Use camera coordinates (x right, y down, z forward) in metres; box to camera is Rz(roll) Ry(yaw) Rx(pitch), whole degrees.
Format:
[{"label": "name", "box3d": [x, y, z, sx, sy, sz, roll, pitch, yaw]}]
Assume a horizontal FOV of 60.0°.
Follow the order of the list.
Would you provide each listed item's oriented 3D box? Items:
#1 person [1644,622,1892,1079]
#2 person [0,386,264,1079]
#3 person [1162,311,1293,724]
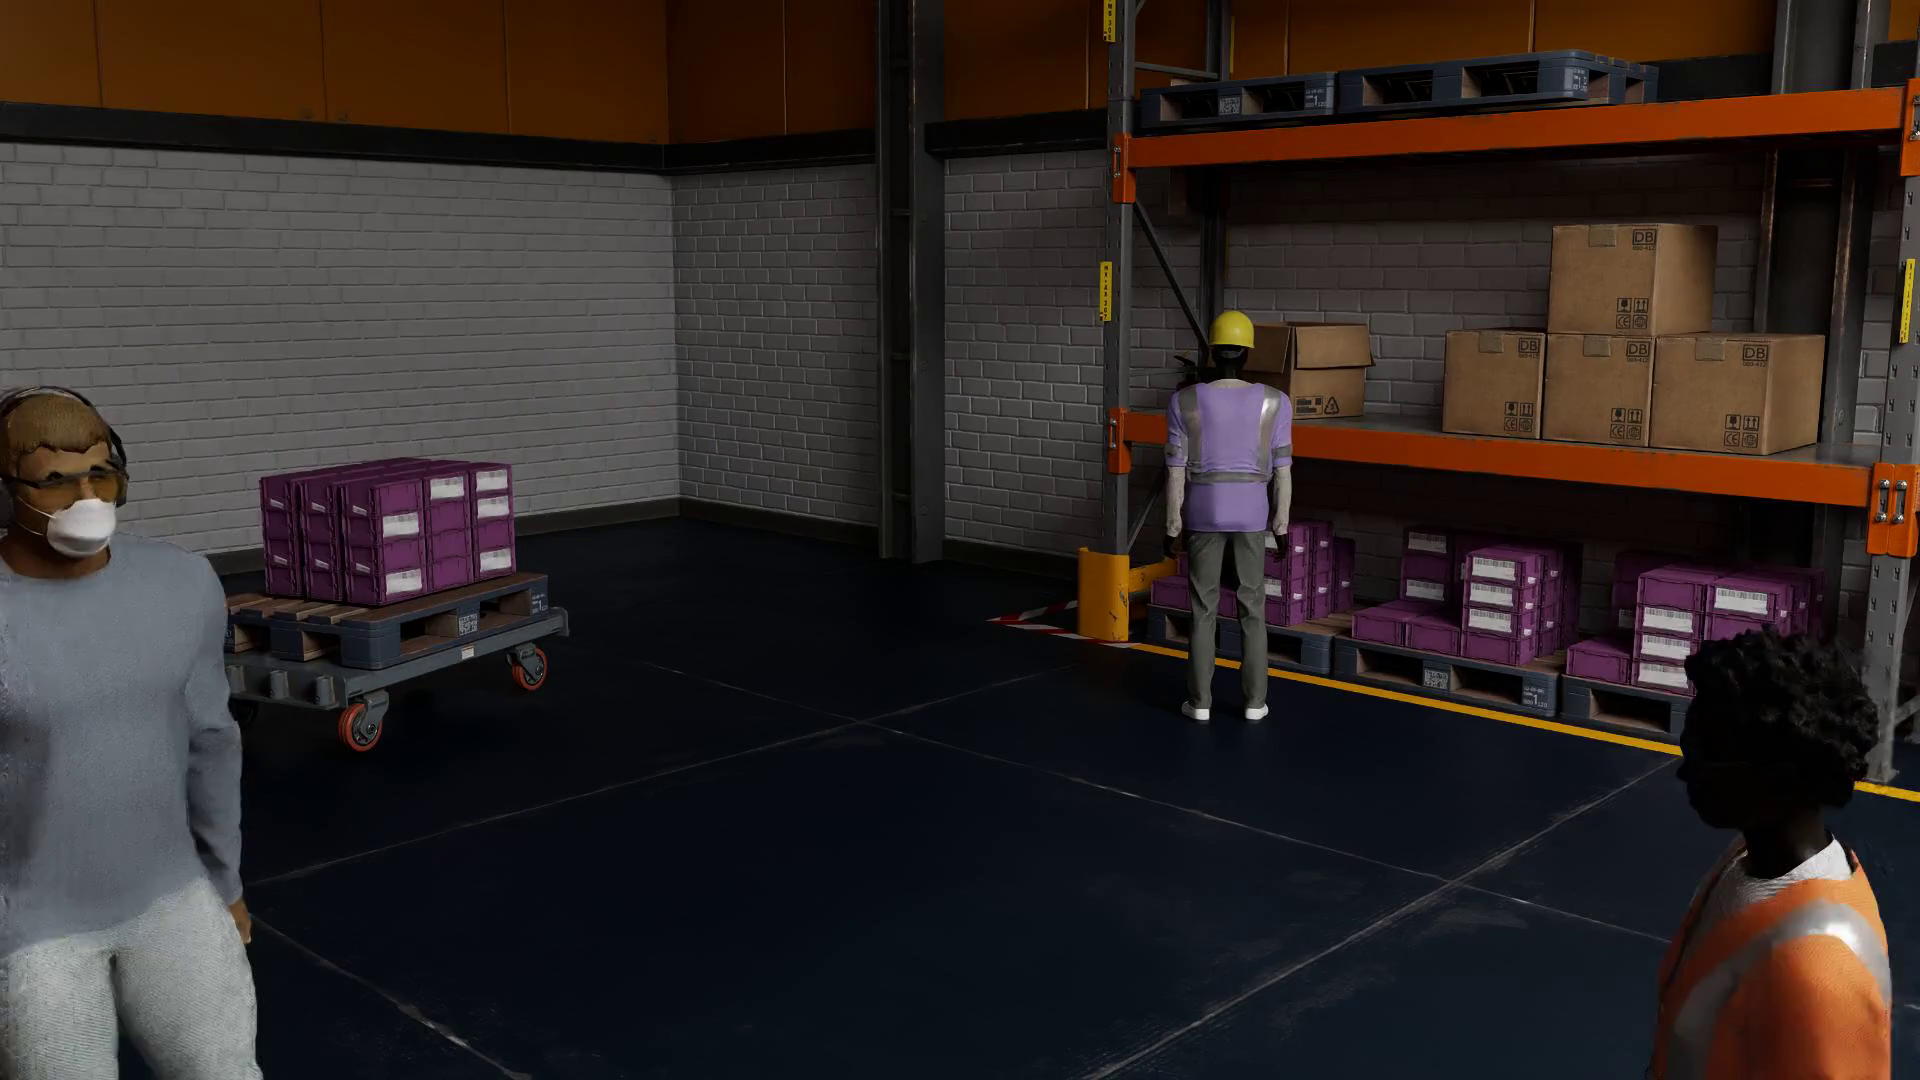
[{"label": "person", "box3d": [1.154, 0.935, 2.201, 0.717, 1.675, 0.531, 4, 10, 21]}, {"label": "person", "box3d": [-1.532, 0.689, 2.947, 0.435, 1.921, 0.644, 6, 11, 34]}, {"label": "person", "box3d": [1.240, -0.099, 7.768, 0.594, 1.924, 0.382, 0, 9, 2]}]
